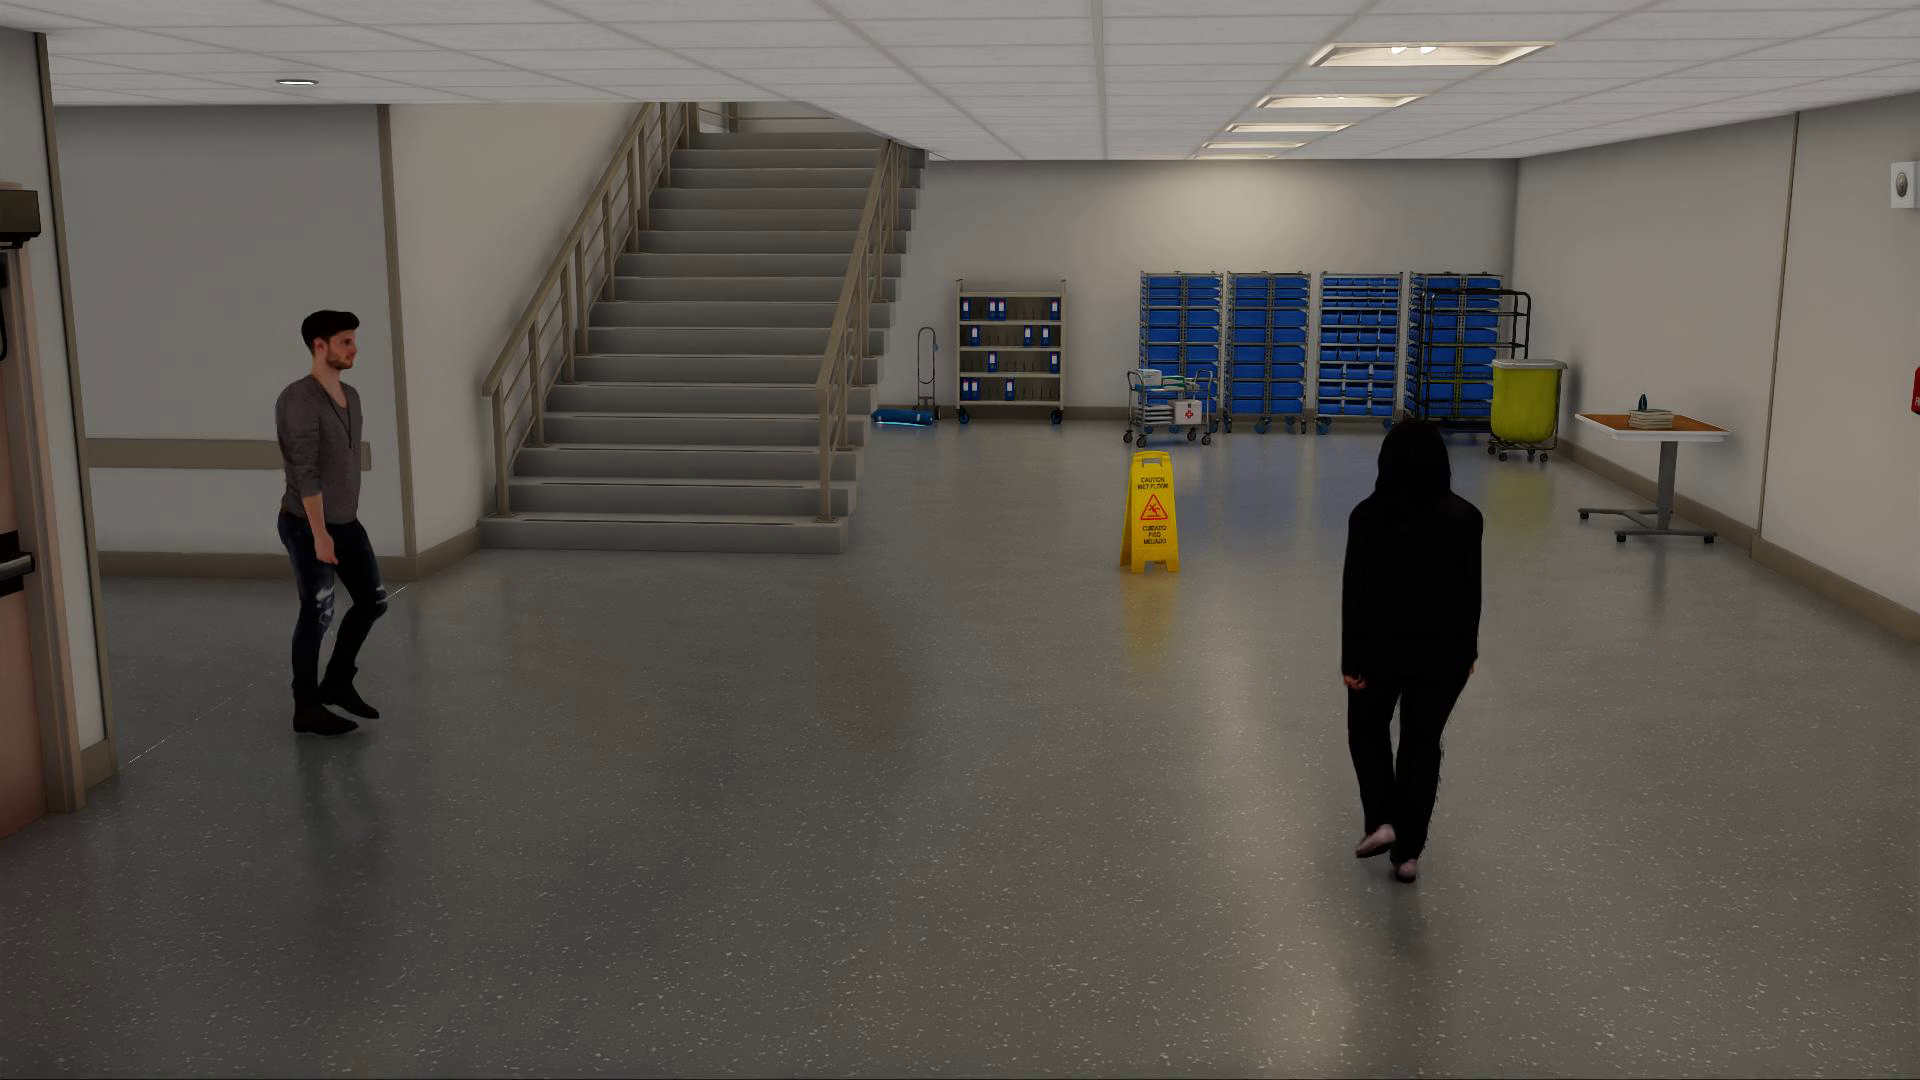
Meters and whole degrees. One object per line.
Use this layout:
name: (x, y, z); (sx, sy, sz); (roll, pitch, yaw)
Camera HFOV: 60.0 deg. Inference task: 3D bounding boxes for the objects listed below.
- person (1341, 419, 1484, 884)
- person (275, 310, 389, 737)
person: (1.548, 0.406, 5.665); (0.634, 1.606, 0.627); (1, 11, 4)
person: (-2.919, -0.065, 7.401); (0.829, 1.884, 0.604); (3, 11, 14)
